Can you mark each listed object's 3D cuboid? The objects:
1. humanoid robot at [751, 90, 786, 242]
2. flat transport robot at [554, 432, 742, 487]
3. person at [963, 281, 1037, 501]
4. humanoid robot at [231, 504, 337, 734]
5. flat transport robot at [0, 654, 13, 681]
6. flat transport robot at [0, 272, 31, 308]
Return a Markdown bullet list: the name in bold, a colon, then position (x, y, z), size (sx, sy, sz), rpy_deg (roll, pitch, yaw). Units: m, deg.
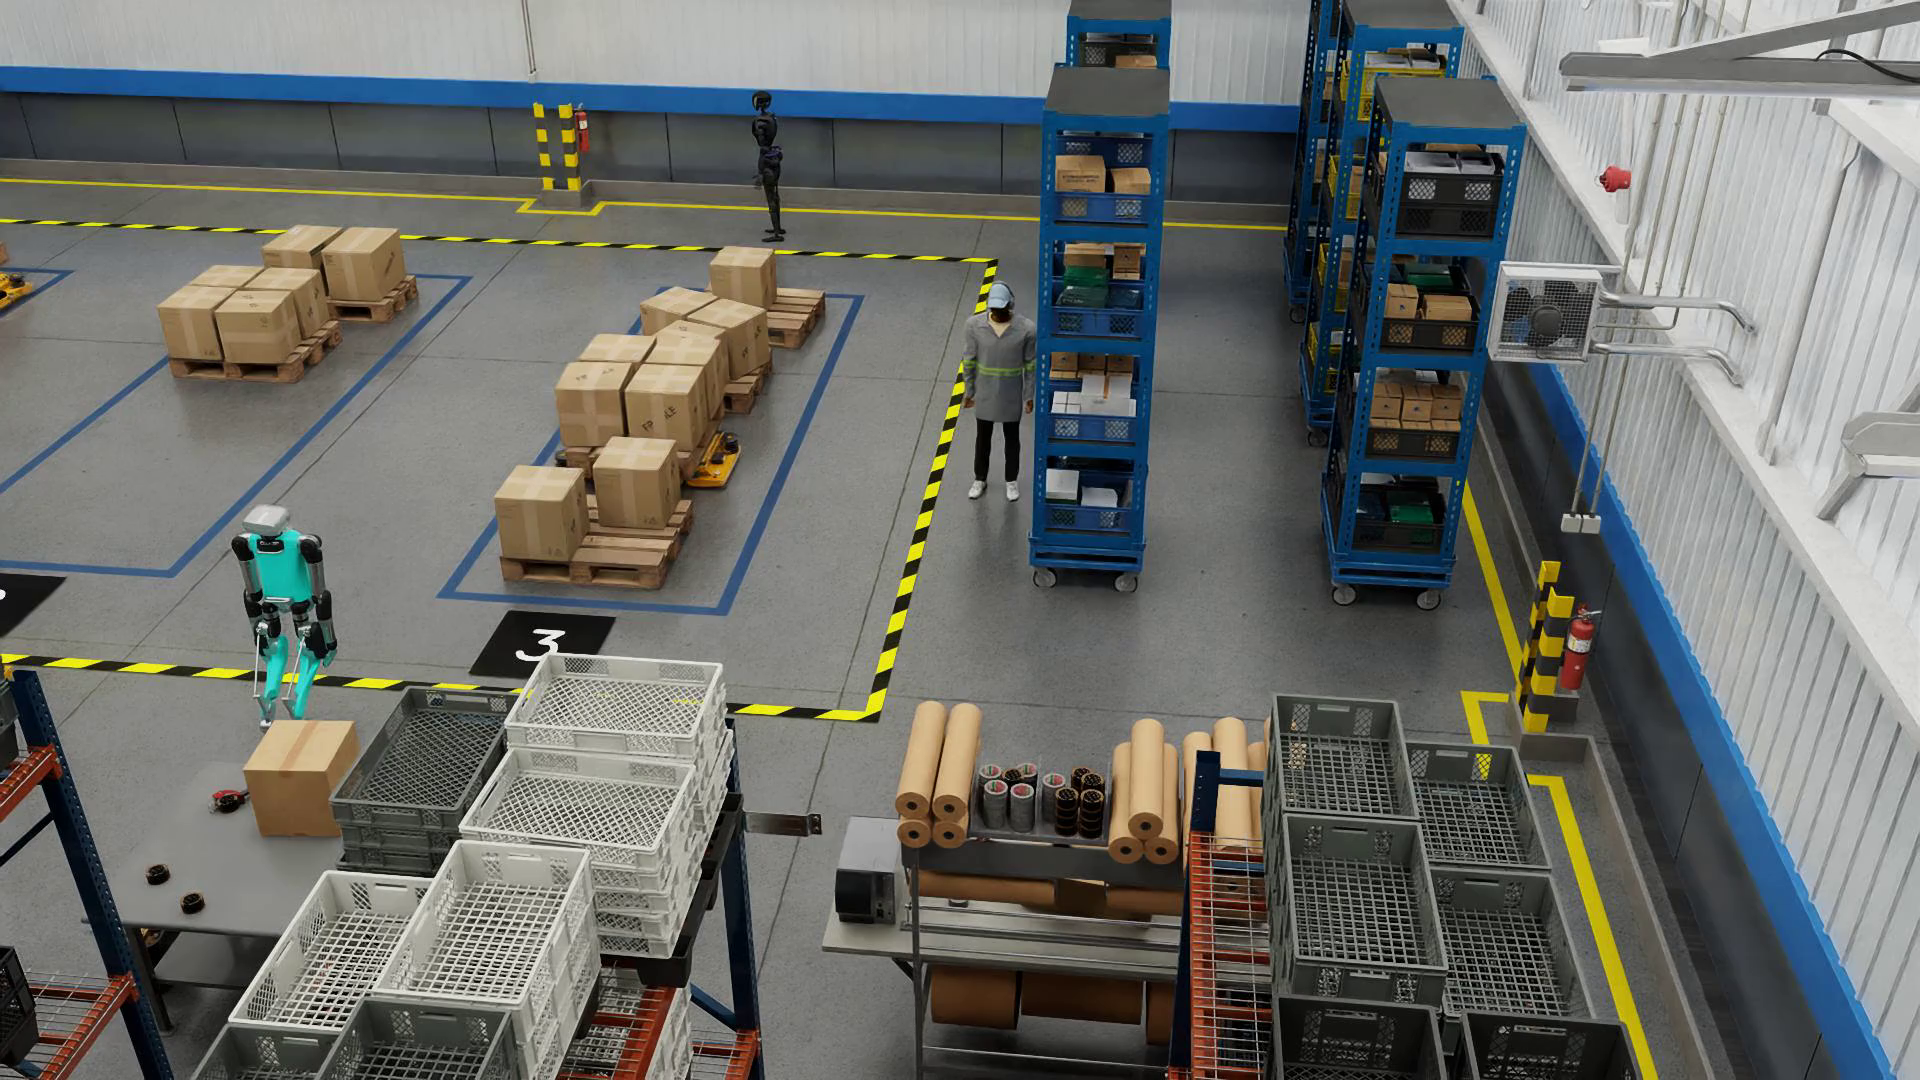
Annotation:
- **humanoid robot**: position (-2.124, -4.127, 18.347), size (0.315, 1.657, 0.599), rpy_deg (2, 30, 4)
- **flat transport robot**: position (-2.599, -0.710, 13.865), size (1.431, 0.197, 0.652), rpy_deg (3, 30, 6)
- **person**: position (0.309, -1.164, 13.100), size (0.589, 1.851, 0.401), rpy_deg (5, 31, 8)
- **humanoid robot**: position (-4.067, 0.661, 9.945), size (0.533, 1.677, 0.735), rpy_deg (3, 30, 5)
- **flat transport robot**: position (-7.142, 0.969, 11.010), size (1.431, 0.231, 0.659), rpy_deg (3, 30, 6)
- **flat transport robot**: position (-10.412, -2.571, 17.062), size (1.431, 0.197, 0.652), rpy_deg (3, 30, 6)
